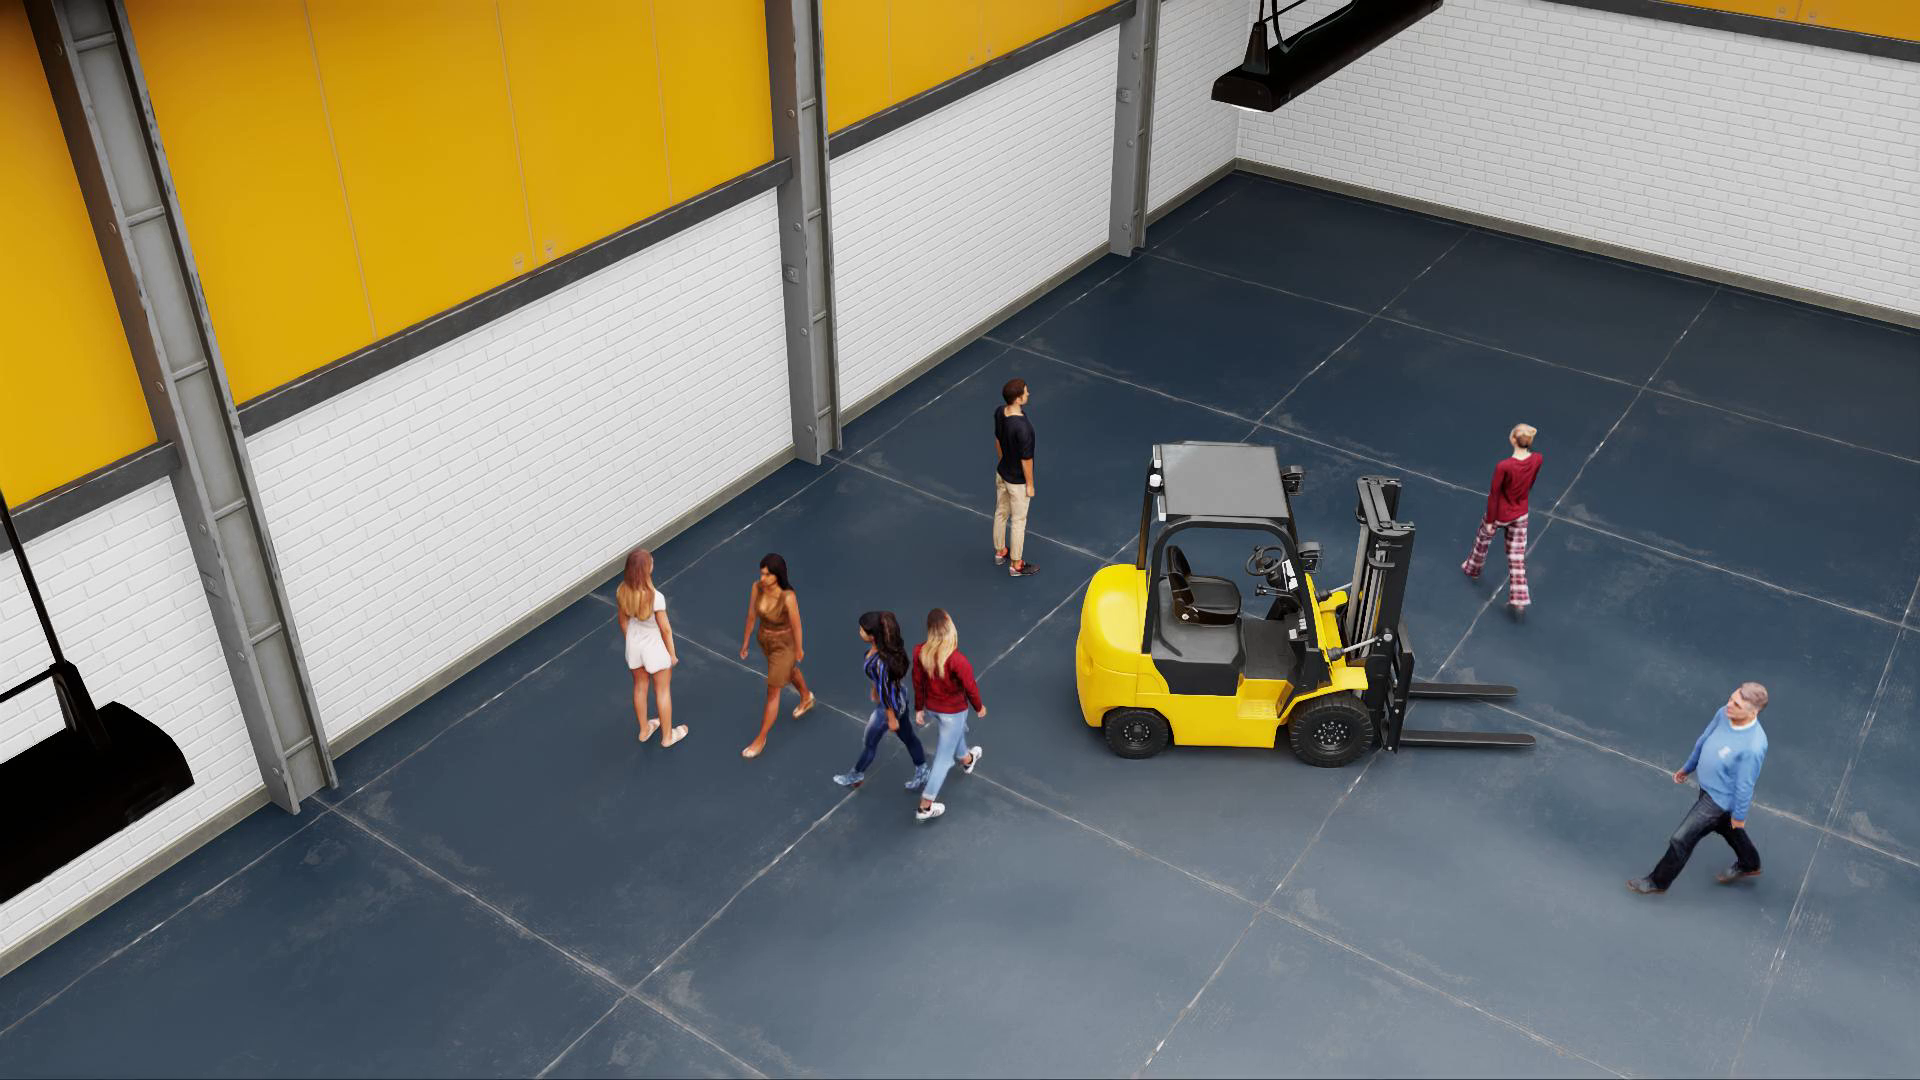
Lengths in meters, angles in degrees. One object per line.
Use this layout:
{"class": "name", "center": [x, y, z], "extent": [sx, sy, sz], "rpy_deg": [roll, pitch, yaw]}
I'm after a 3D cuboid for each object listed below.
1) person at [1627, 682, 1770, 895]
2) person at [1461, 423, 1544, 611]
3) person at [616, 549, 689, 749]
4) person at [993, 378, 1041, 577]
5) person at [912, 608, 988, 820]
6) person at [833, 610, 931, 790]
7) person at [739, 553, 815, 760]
{"class": "person", "center": [5.099, 1.646, 10.973], "extent": [1.126, 1.778, 1.196], "rpy_deg": [1, 34, 2]}
{"class": "person", "center": [4.612, -0.181, 13.831], "extent": [1.078, 1.657, 1.117], "rpy_deg": [-7, 34, -10]}
{"class": "person", "center": [-2.318, 0.798, 12.325], "extent": [0.603, 1.695, 0.587], "rpy_deg": [15, 36, 21]}
{"class": "person", "center": [0.457, -0.549, 14.202], "extent": [0.667, 1.859, 0.701], "rpy_deg": [-19, 38, -26]}
{"class": "person", "center": [-0.142, 1.261, 11.732], "extent": [0.645, 1.579, 1.109], "rpy_deg": [23, 40, 30]}
{"class": "person", "center": [-0.429, 1.191, 11.836], "extent": [0.973, 1.580, 1.010], "rpy_deg": [2, 34, 3]}
{"class": "person", "center": [-1.302, 0.770, 12.417], "extent": [0.626, 1.639, 1.092], "rpy_deg": [25, 41, 32]}
